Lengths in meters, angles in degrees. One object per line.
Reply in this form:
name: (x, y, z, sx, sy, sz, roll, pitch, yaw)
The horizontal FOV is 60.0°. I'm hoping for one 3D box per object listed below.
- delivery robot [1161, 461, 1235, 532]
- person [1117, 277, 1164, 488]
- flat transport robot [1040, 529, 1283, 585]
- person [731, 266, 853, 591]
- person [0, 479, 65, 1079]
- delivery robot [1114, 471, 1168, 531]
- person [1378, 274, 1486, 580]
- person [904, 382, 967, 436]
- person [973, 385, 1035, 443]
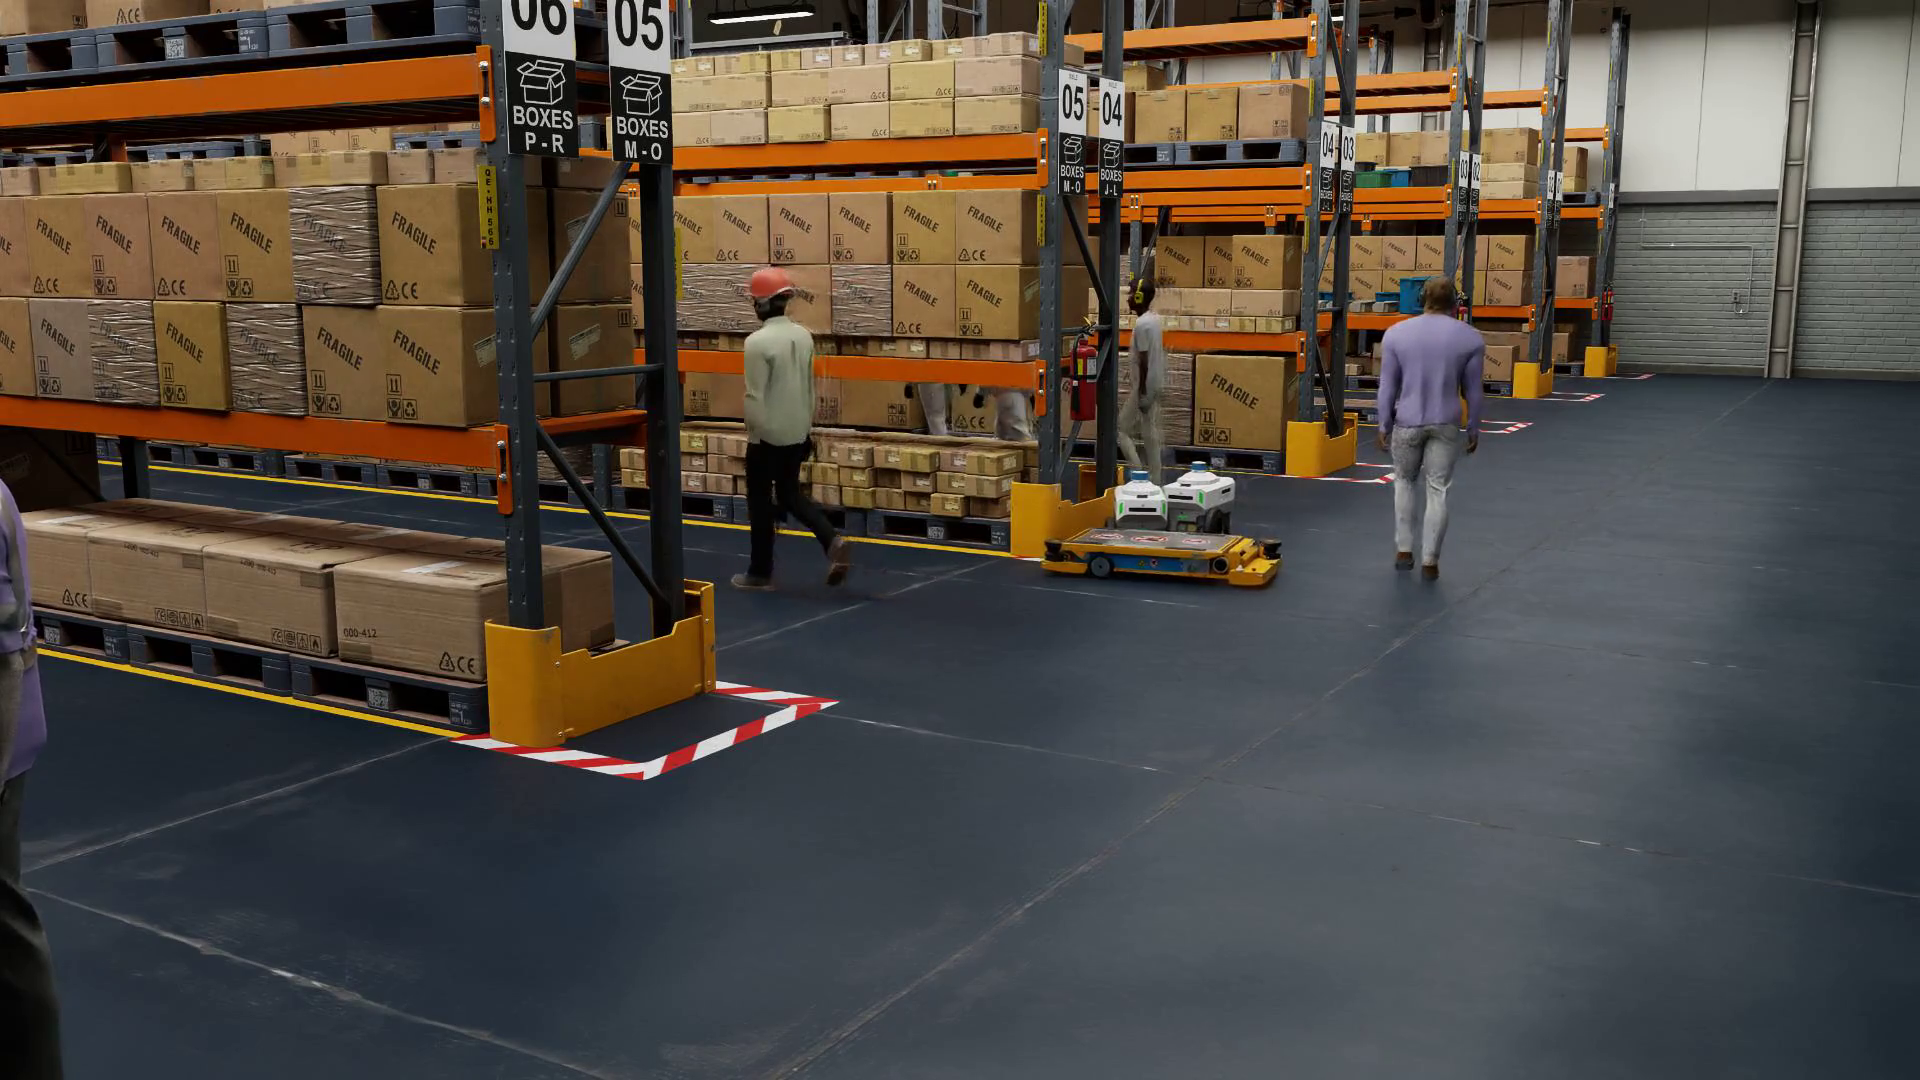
delivery robot: (1.710, -0.320, 11.926, 0.477, 0.478, 0.707, 5, 11, 28)
person: (1.500, -1.254, 13.875, 0.512, 1.851, 0.515, 5, 11, 27)
flat transport robot: (1.294, 0.091, 10.626, 1.431, 0.197, 0.652, 4, 10, 21)
person: (-1.040, -0.643, 9.945, 0.759, 1.975, 0.632, 6, 11, 31)
person: (-2.203, 0.460, 3.623, 0.369, 1.925, 0.594, -8, 13, -39)
delivery robot: (1.236, -0.231, 11.408, 0.477, 0.478, 0.707, 1, 10, 3)
person: (2.996, -0.726, 10.602, 0.656, 1.910, 0.738, 3, 10, 14)
person: (-0.275, -1.469, 15.205, 0.596, 1.823, 0.661, 9, 13, 42)
person: (0.443, -1.293, 14.293, 0.954, 1.798, 0.636, 7, 12, 36)
